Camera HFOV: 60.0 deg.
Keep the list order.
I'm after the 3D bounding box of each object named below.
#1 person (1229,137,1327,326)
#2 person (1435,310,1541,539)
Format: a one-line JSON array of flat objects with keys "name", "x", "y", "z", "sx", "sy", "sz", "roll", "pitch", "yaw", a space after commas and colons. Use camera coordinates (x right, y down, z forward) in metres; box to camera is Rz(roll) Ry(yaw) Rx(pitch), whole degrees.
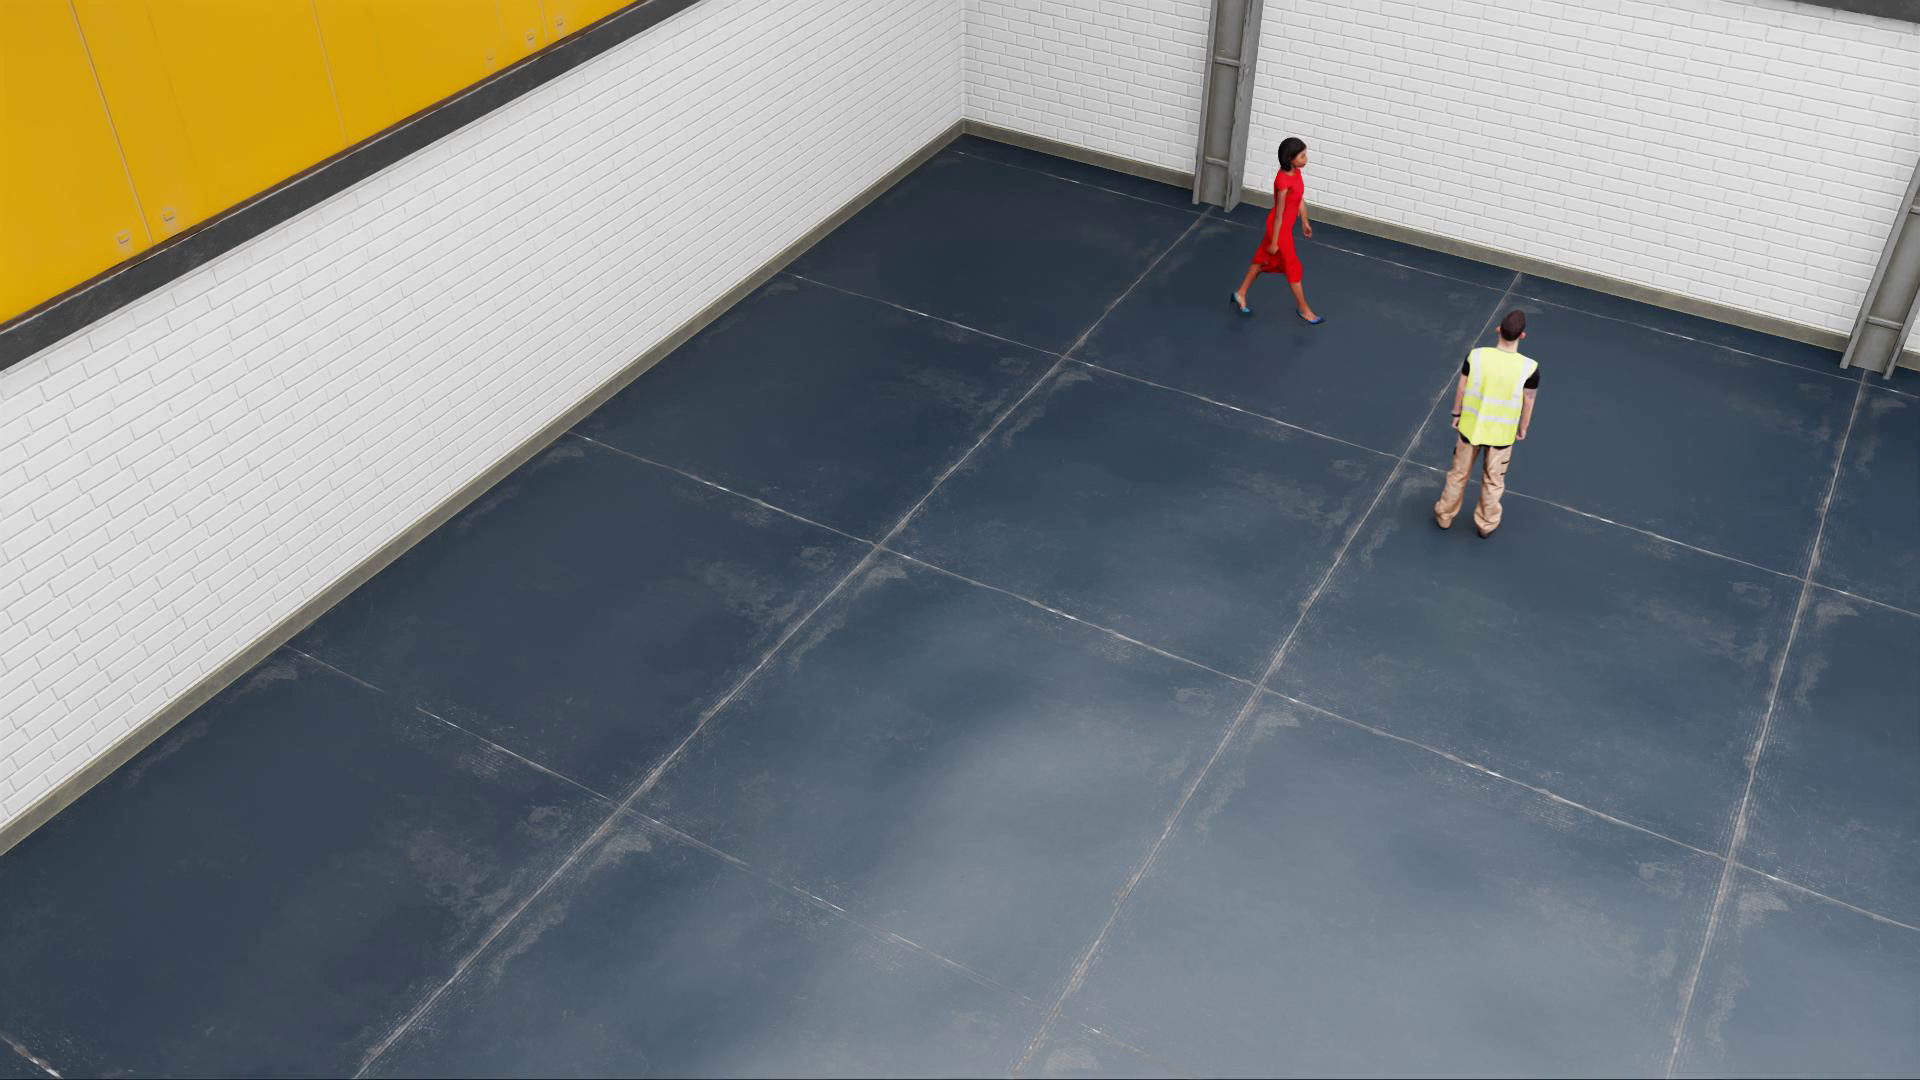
[{"name": "person", "x": 2.669, "y": -2.641, "z": 14.274, "sx": 1.122, "sy": 1.700, "sz": 0.716, "roll": 13, "pitch": 40, "yaw": 16}, {"name": "person", "x": 3.778, "y": -0.823, "z": 11.884, "sx": 0.663, "sy": 1.843, "sz": 0.781, "roll": 15, "pitch": 41, "yaw": 18}]
